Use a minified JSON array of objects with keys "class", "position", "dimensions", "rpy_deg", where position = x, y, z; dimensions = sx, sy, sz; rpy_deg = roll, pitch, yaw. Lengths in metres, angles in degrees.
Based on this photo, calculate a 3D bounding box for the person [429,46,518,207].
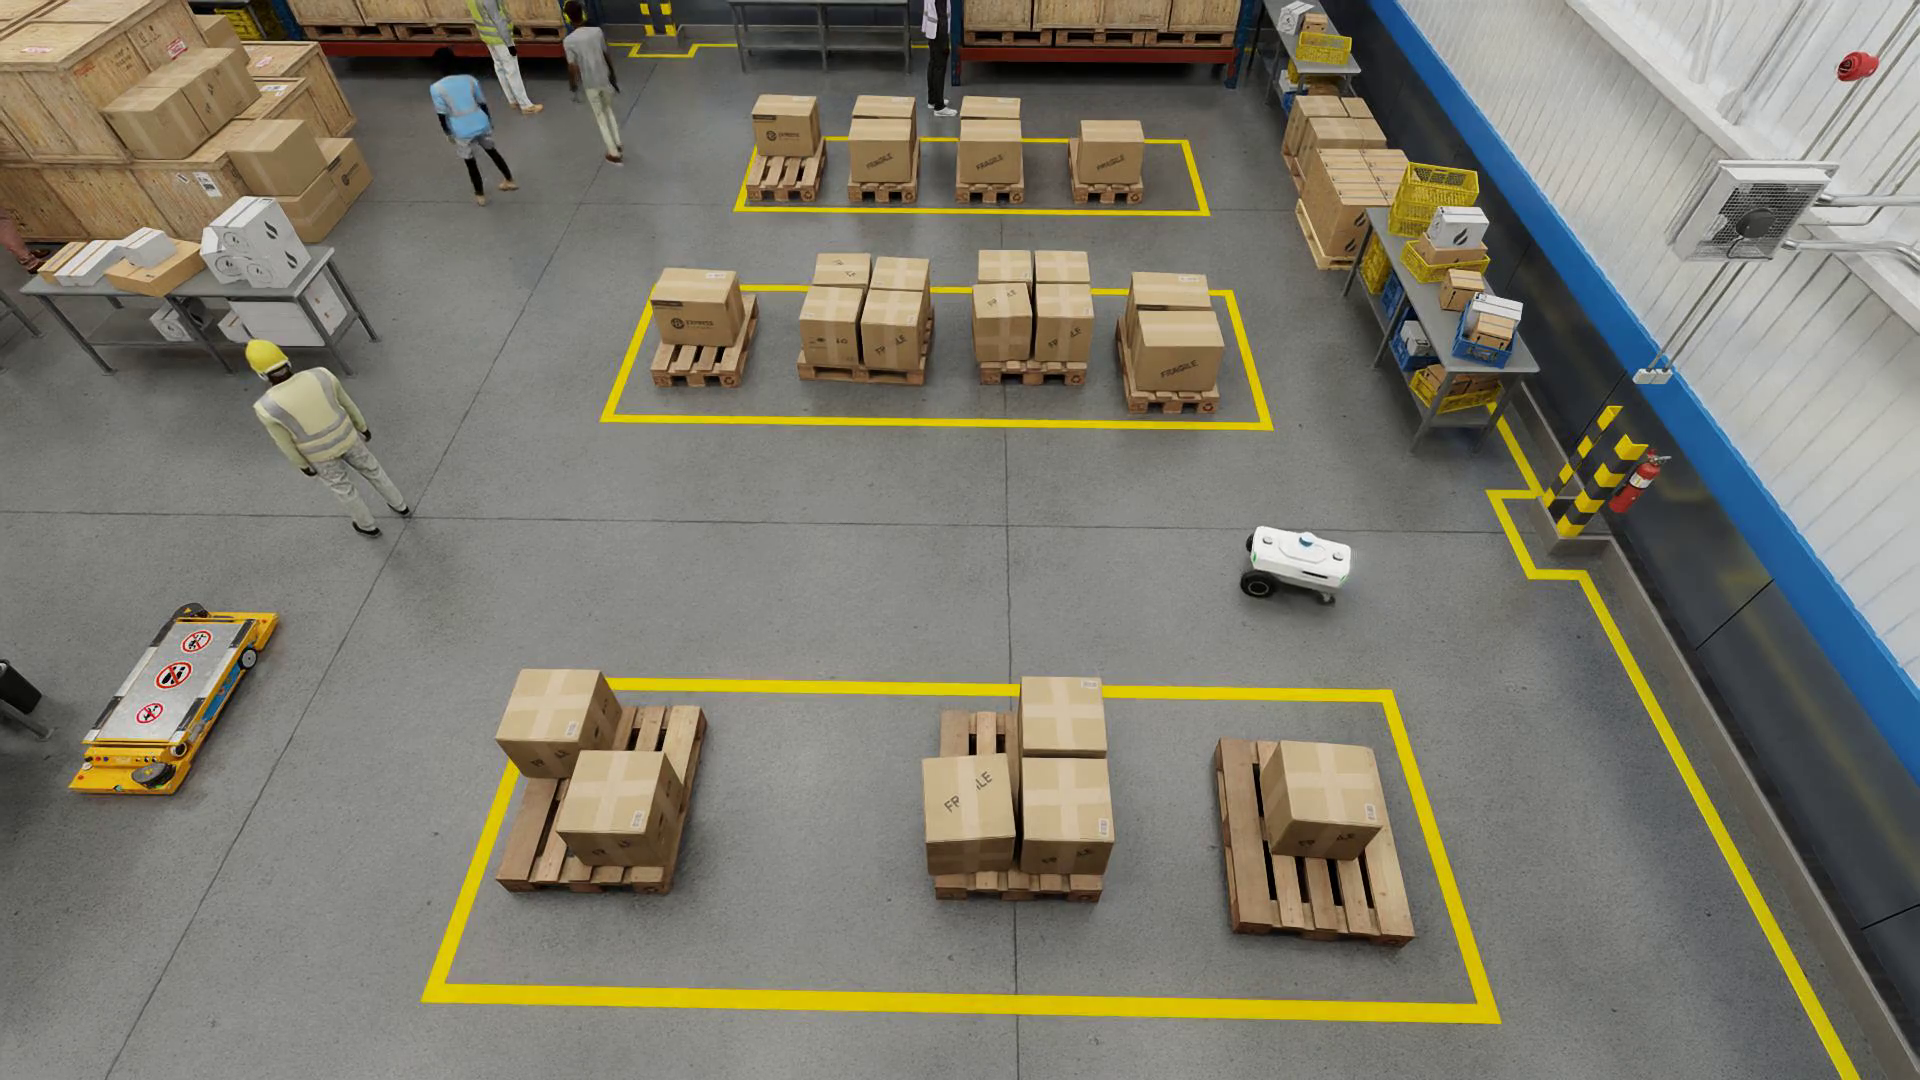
[{"class":"person","position":[-5.554,-4.663,10.372],"dimensions":[0.368,1.681,0.589],"rpy_deg":[37,59,27]}]

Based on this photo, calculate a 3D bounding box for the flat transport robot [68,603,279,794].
[{"class":"flat transport robot","position":[-5.504,1.072,6.442],"dimensions":[0.652,0.197,1.431],"rpy_deg":[1,50,1]}]

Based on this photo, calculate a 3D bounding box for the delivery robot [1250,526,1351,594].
[{"class":"delivery robot","position":[2.588,0.131,6.994],"dimensions":[0.707,0.478,0.477],"rpy_deg":[14,51,11]}]

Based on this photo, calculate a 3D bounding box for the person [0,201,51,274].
[{"class":"person","position":[-10.112,-3.654,9.387],"dimensions":[0.636,1.901,0.400],"rpy_deg":[27,55,21]}]

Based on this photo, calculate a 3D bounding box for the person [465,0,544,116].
[{"class":"person","position":[-5.927,-6.458,11.791],"dimensions":[0.627,1.847,0.429],"rpy_deg":[34,57,25]}]

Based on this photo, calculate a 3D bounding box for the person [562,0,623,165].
[{"class":"person","position":[-4.400,-5.437,10.925],"dimensions":[0.545,1.843,0.580],"rpy_deg":[37,59,27]}]

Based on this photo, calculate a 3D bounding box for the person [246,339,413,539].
[{"class":"person","position":[-4.810,-0.757,6.980],"dimensions":[0.403,1.823,0.591],"rpy_deg":[27,55,21]}]

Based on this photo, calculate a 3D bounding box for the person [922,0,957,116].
[{"class":"person","position":[-0.280,-6.473,11.755],"dimensions":[0.377,1.917,0.599],"rpy_deg":[-14,51,-12]}]
